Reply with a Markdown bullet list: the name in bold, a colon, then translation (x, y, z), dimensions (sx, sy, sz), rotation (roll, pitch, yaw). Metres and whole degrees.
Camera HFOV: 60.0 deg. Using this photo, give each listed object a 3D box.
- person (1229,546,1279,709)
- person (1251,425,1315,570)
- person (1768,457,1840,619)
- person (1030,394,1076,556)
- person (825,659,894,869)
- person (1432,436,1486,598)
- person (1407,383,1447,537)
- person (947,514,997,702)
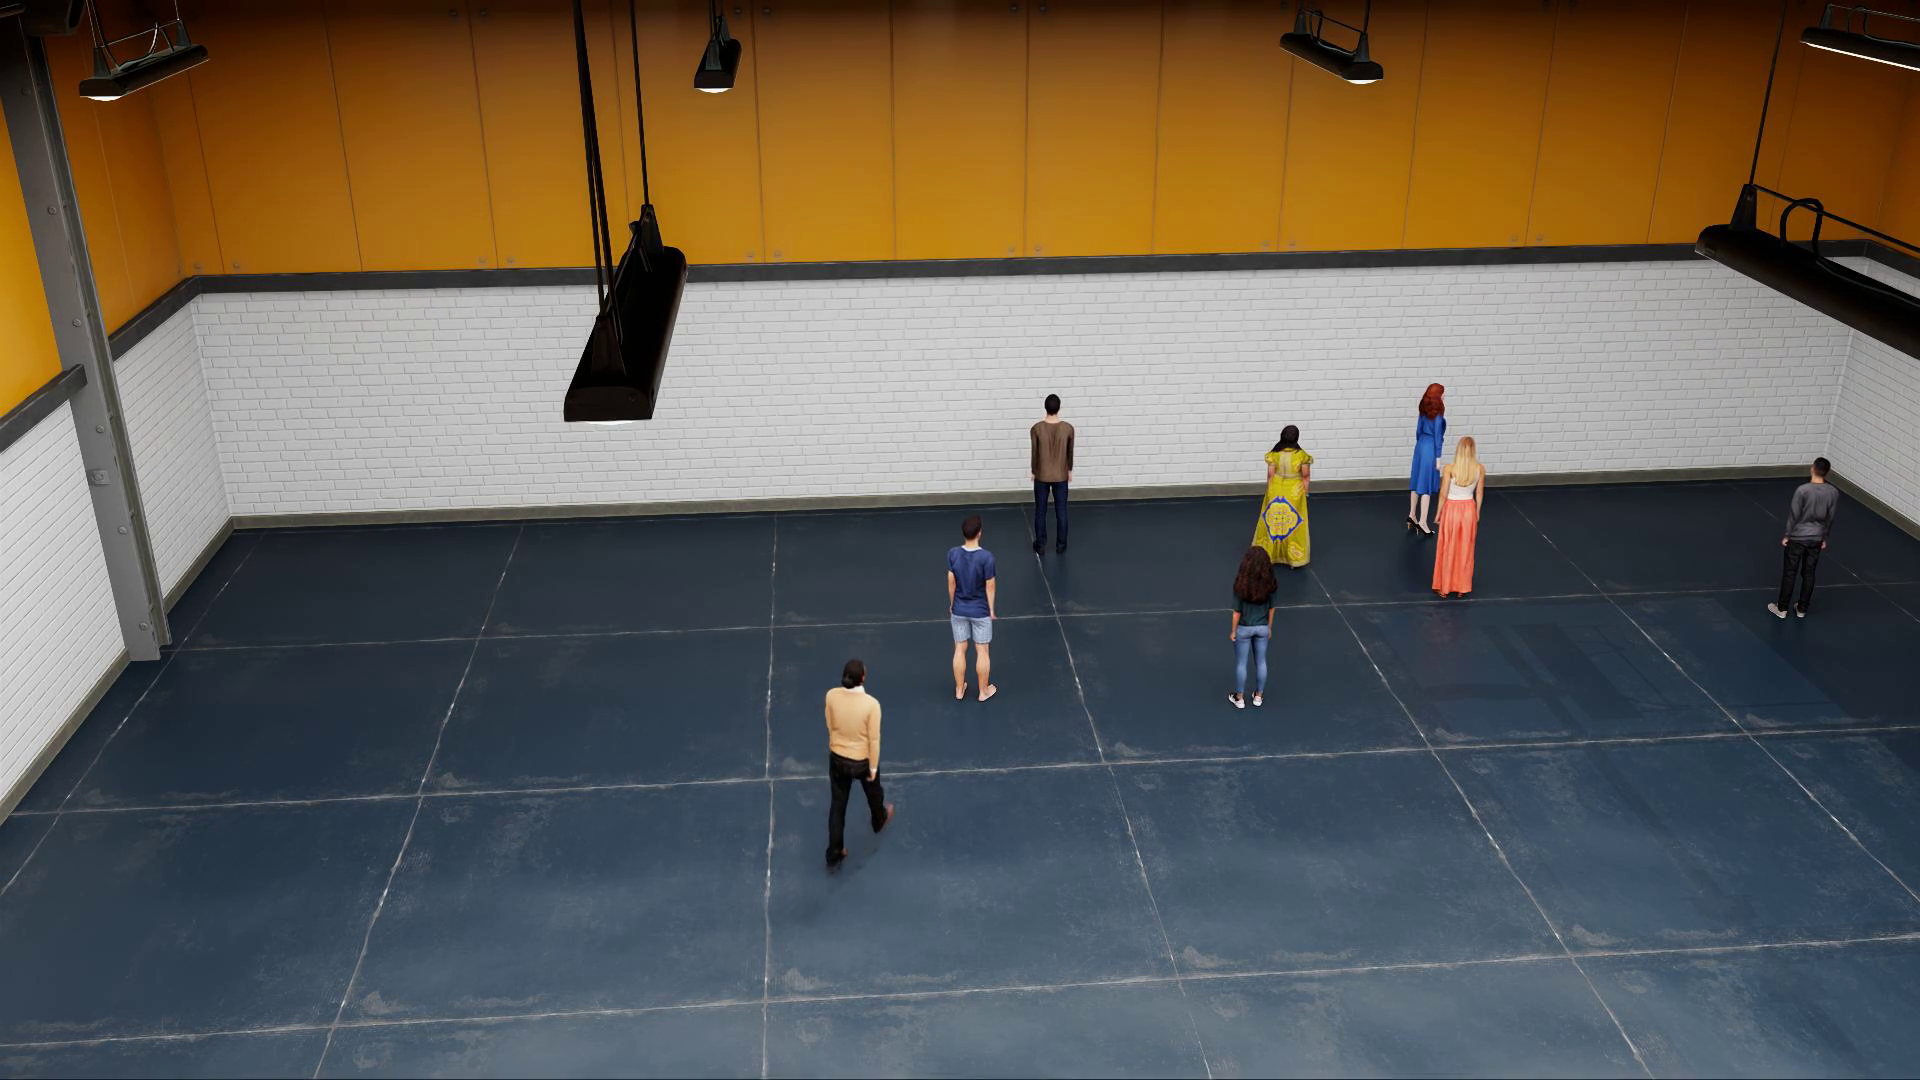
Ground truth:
- **person**: translation (2.730, 0.808, 15.545), dimensions (0.591, 1.617, 0.582), rotation (-3, 24, -6)
- **person**: translation (3.617, -0.489, 18.459), dimensions (0.968, 1.659, 0.942), rotation (7, 25, 16)
- **person**: translation (8.784, -0.026, 17.271), dimensions (0.641, 1.761, 0.573), rotation (1, 24, 2)
- **person**: translation (1.030, -0.742, 18.752), dimensions (0.644, 1.888, 0.551), rotation (-1, 24, -3)
- **person**: translation (-0.889, 1.789, 13.186), dimensions (0.950, 1.708, 1.252), rotation (7, 25, 16)
- **person**: translation (5.311, -0.251, 17.736), dimensions (0.655, 1.801, 0.611), rotation (1, 24, 2)
- **person**: translation (5.414, -0.943, 19.285), dimensions (0.711, 1.829, 0.566), rotation (-6, 24, -14)
- **person**: translation (0.108, 0.643, 15.634), dimensions (0.692, 1.848, 0.684), rotation (7, 25, 16)
